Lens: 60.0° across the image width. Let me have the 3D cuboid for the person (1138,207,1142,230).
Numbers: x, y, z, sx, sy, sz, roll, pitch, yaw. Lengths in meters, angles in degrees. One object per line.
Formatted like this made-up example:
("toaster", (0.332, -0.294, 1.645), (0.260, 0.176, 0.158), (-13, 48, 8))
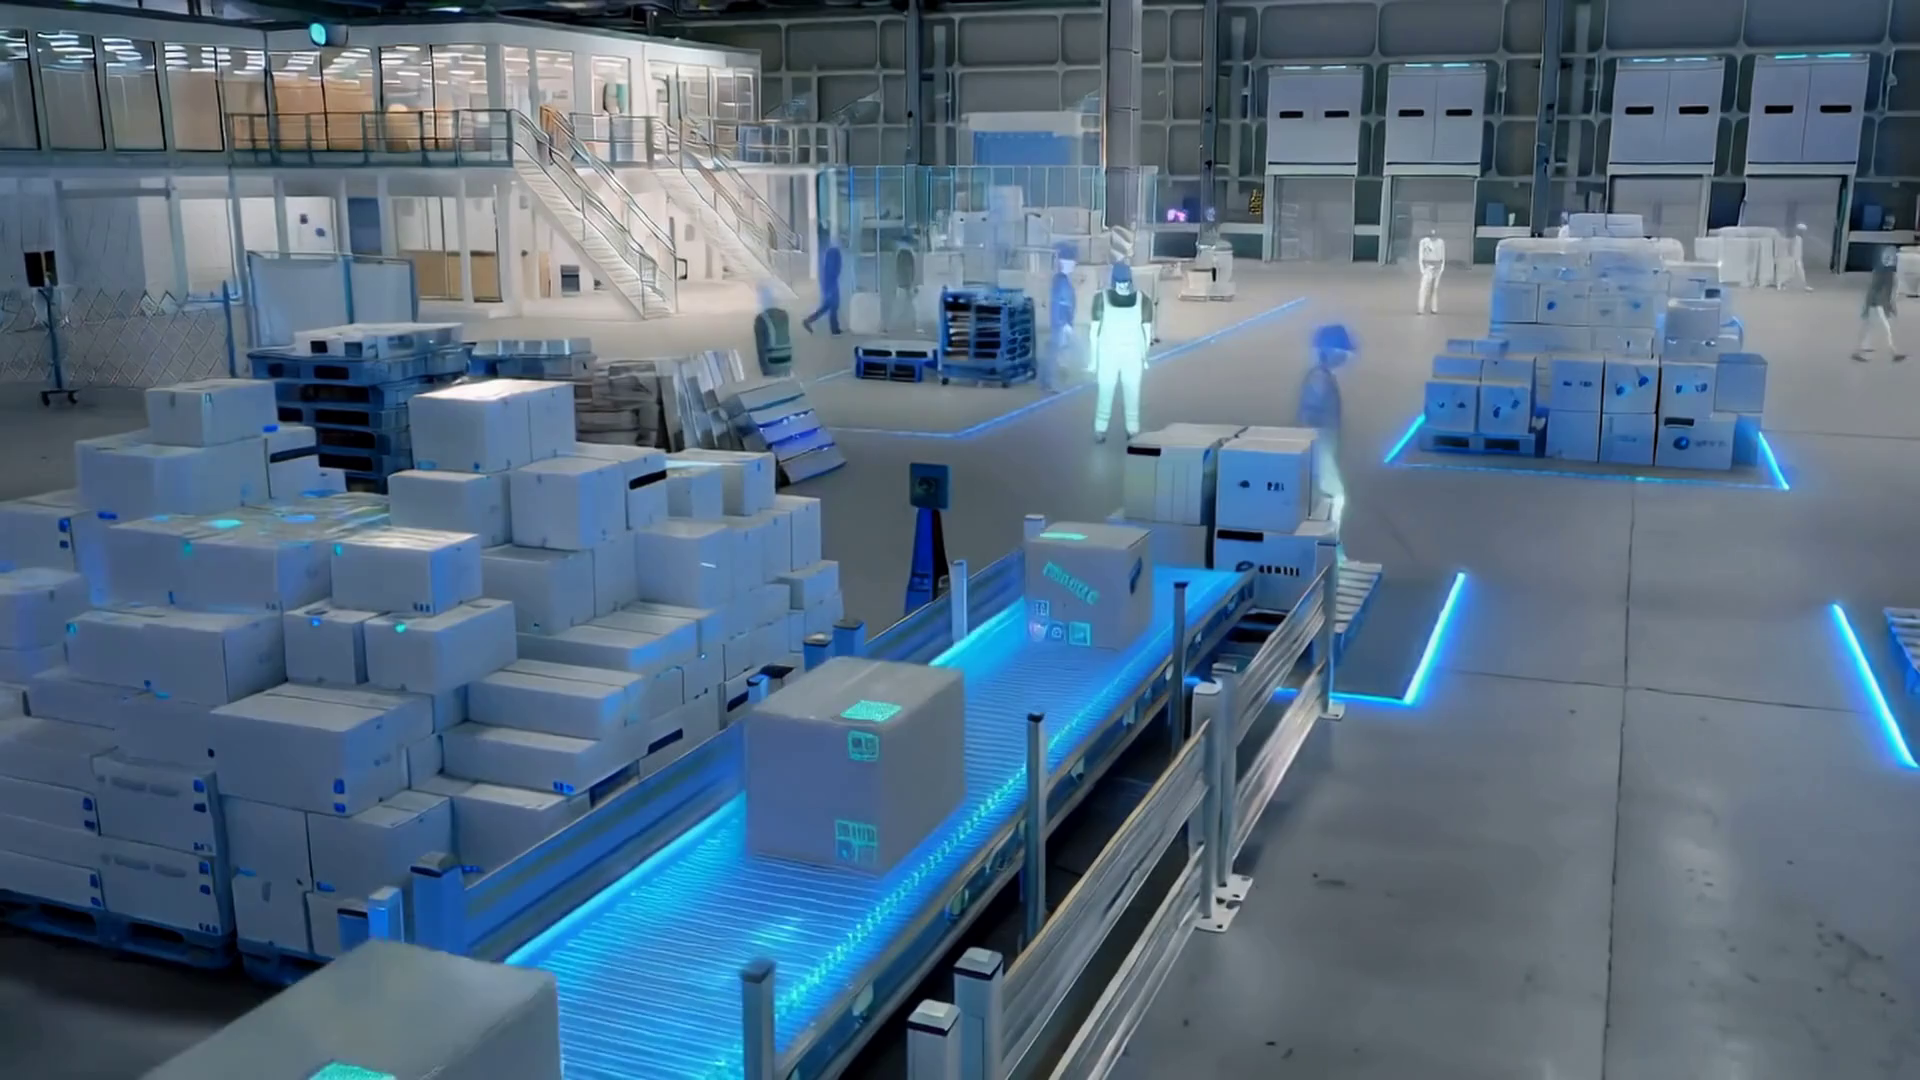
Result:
("person", (5.530, -9.514, 52.122), (0.953, 1.868, 0.662), (-1, 13, -5))

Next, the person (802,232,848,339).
("person", (-2.409, -4.524, 29.673), (0.730, 1.910, 0.650), (-2, 13, -8))

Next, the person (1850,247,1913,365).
("person", (14.405, -3.624, 25.835), (0.540, 1.815, 1.003), (-11, 16, -39))

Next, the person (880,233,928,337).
("person", (-1.041, -4.642, 30.271), (0.970, 1.886, 0.588), (-5, 13, -21))

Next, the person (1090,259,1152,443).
("person", (1.782, -2.084, 18.432), (0.682, 2.000, 0.537), (0, 13, 2))

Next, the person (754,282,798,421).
("person", (-2.057, -1.791, 17.555), (0.922, 1.841, 0.572), (9, 15, 35))

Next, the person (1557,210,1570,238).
("person", (16.544, -8.090, 45.683), (0.403, 1.918, 0.629), (5, 13, 21))

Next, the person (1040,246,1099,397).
("person", (1.513, -2.881, 22.080), (1.001, 2.001, 0.642), (5, 13, 20))

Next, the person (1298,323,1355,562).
("person", (2.615, -0.689, 12.492), (0.881, 1.897, 0.548), (4, 13, 17))

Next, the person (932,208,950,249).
("person", (-0.467, -8.276, 46.420), (0.614, 1.943, 0.396), (1, 13, 3))

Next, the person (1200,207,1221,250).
("person", (6.812, -8.075, 45.426), (0.608, 1.988, 0.392), (9, 16, 36))

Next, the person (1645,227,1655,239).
("person", (16.127, -6.486, 38.986), (0.420, 1.687, 0.544), (5, 14, 22))

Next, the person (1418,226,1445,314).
("person", (9.915, -5.669, 34.960), (0.625, 1.846, 0.429), (-4, 13, -18))

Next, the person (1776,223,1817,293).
("person", (20.537, -6.894, 40.719), (0.895, 1.712, 0.547), (5, 13, 20))
